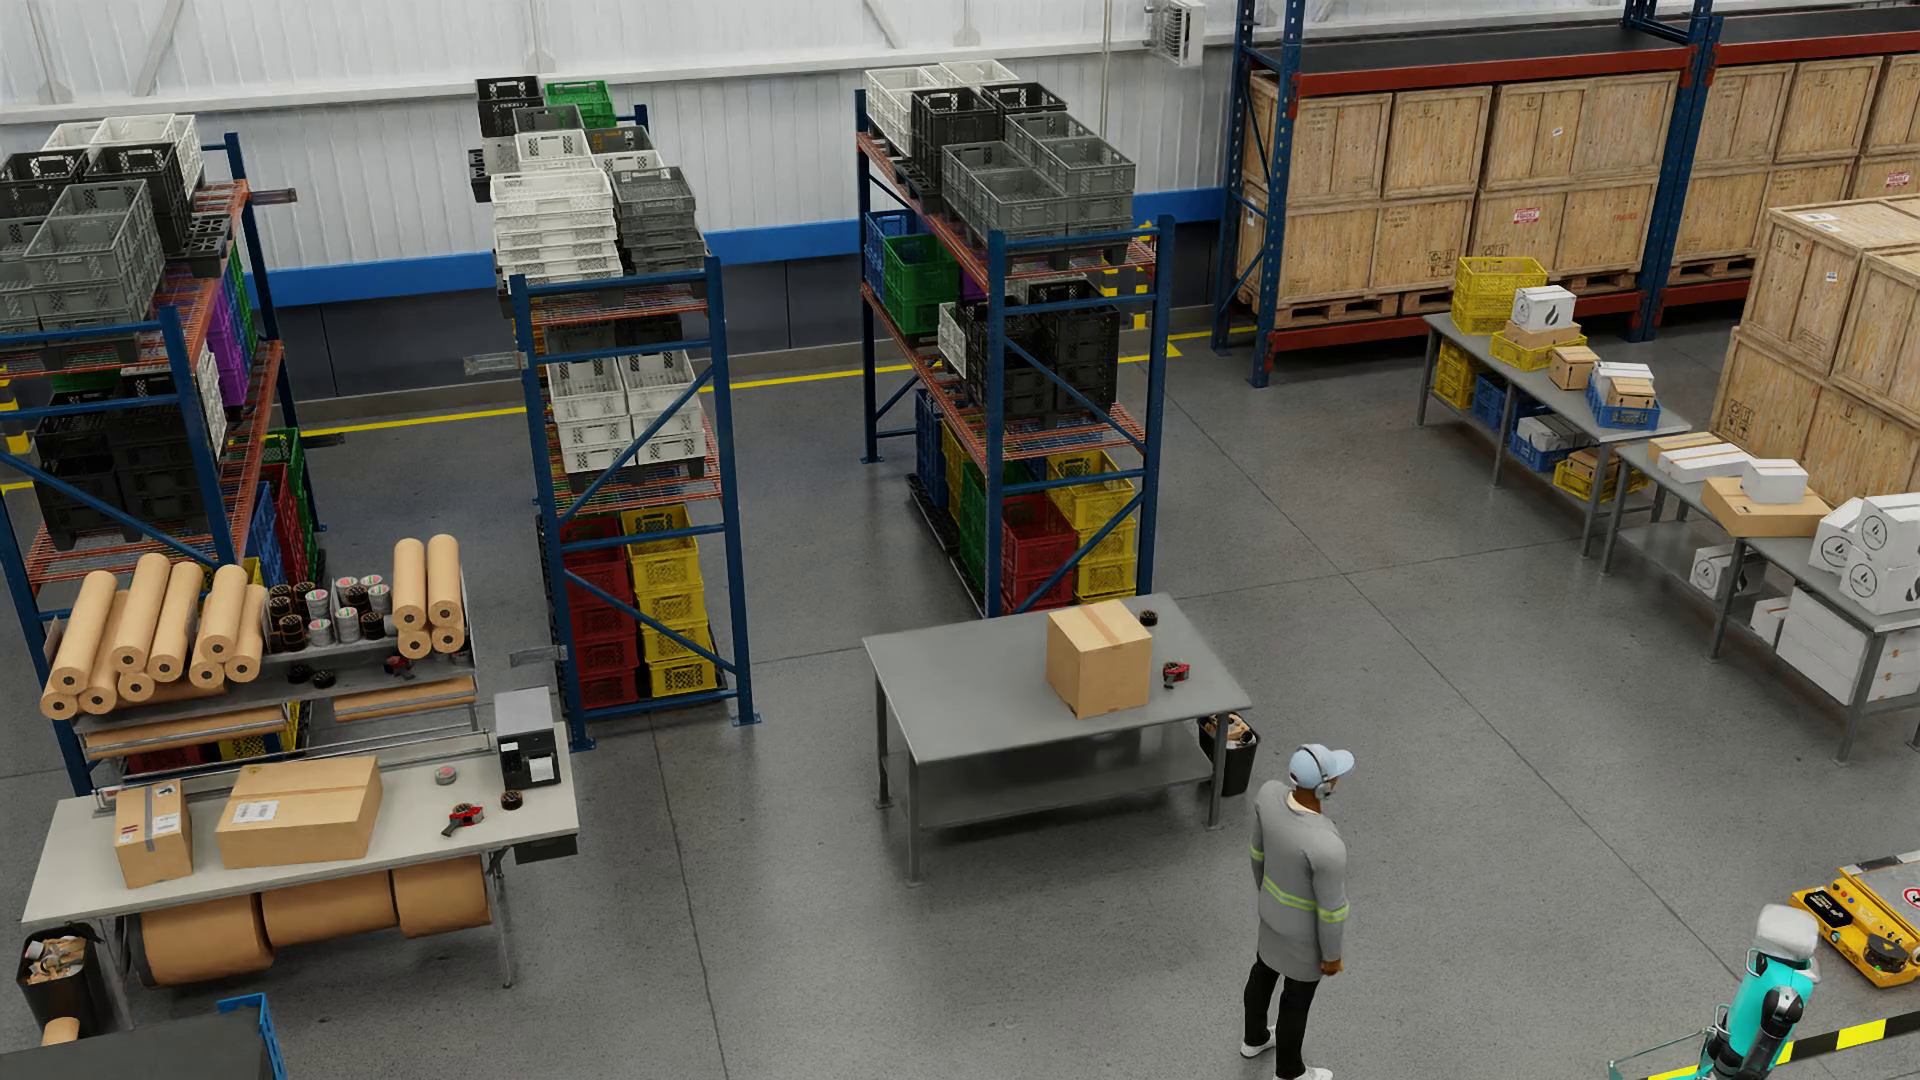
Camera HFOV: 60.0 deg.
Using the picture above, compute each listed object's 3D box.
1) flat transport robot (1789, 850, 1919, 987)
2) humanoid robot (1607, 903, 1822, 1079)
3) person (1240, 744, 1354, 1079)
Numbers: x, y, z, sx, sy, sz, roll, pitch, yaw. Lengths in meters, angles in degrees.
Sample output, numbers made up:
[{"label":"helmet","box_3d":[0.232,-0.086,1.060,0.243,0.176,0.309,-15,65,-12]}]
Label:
[{"label":"flat transport robot","box_3d":[5.163,1.916,8.676,1.431,0.231,0.659,-8,30,-14]},{"label":"humanoid robot","box_3d":[2.889,2.106,6.665,0.735,1.677,0.533,13,31,22]},{"label":"person","box_3d":[1.519,1.683,7.456,0.368,1.852,0.589,-14,32,-23]}]
